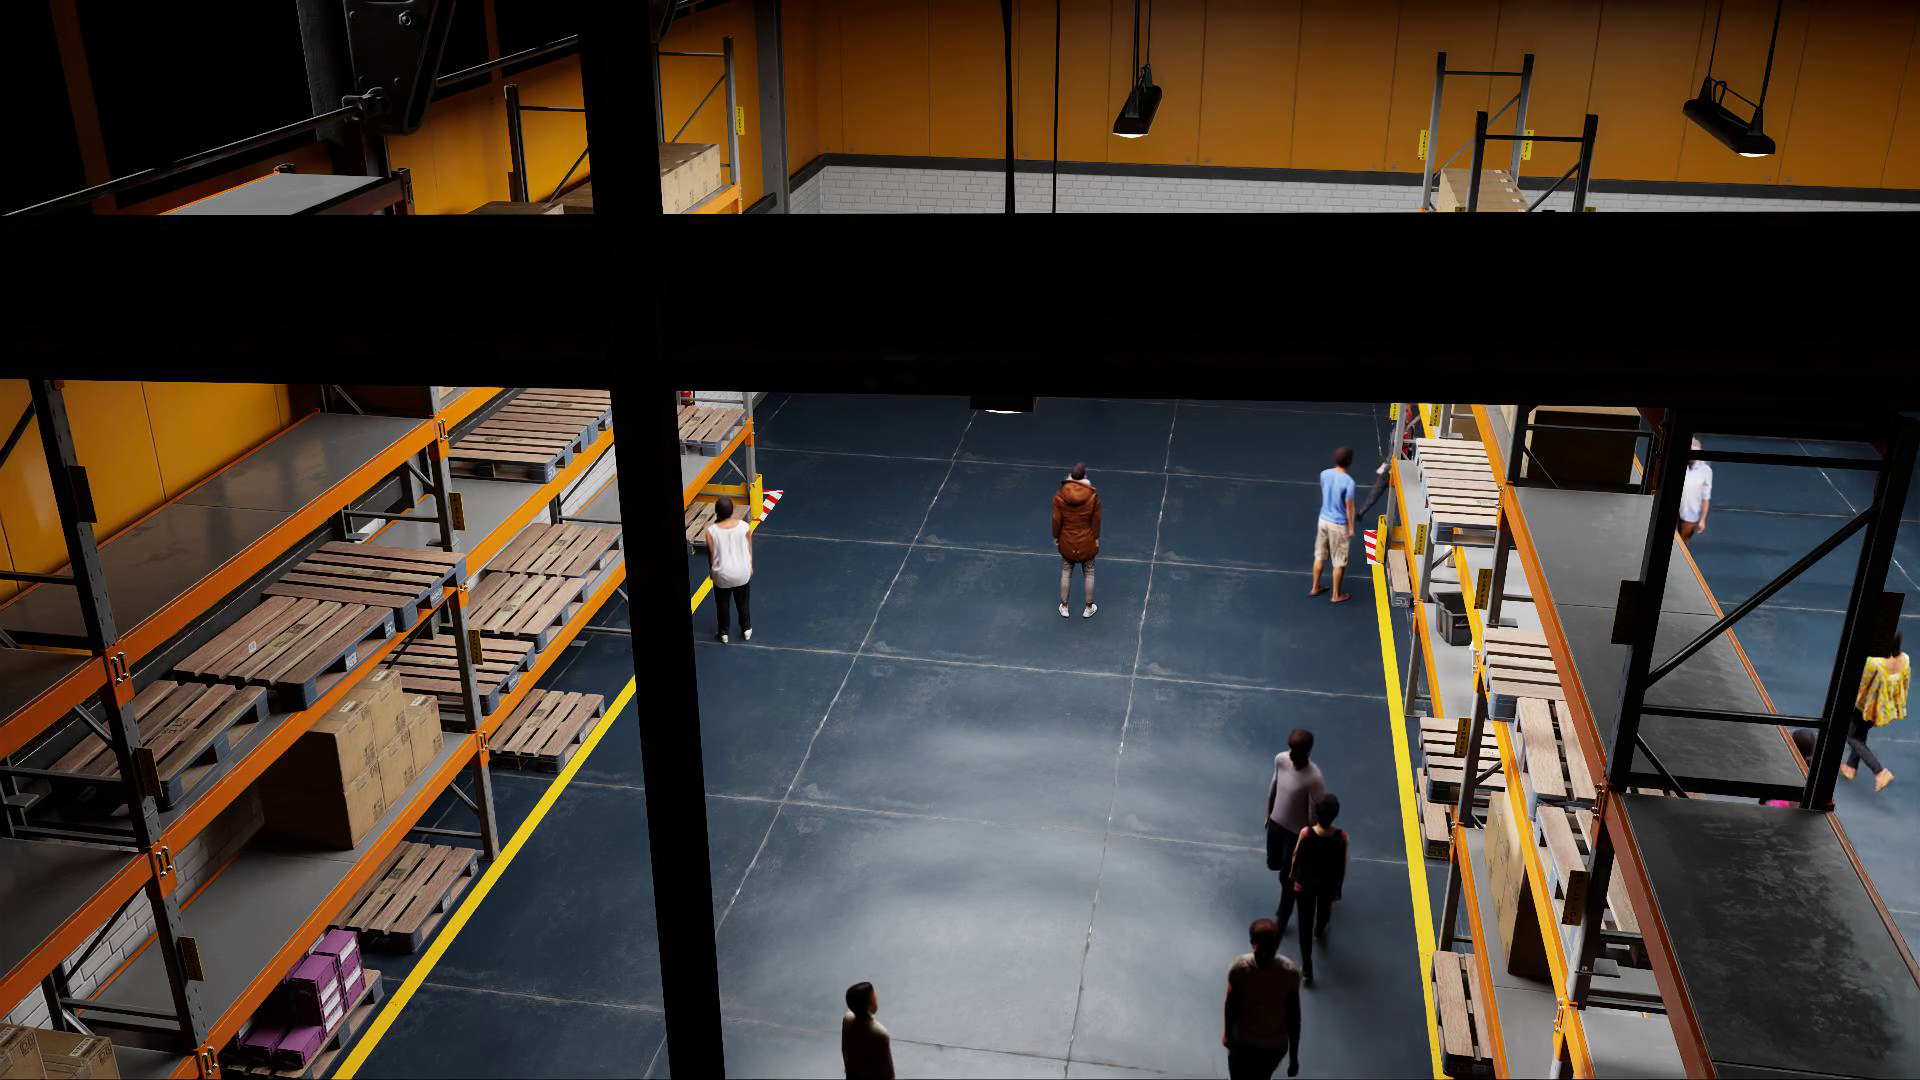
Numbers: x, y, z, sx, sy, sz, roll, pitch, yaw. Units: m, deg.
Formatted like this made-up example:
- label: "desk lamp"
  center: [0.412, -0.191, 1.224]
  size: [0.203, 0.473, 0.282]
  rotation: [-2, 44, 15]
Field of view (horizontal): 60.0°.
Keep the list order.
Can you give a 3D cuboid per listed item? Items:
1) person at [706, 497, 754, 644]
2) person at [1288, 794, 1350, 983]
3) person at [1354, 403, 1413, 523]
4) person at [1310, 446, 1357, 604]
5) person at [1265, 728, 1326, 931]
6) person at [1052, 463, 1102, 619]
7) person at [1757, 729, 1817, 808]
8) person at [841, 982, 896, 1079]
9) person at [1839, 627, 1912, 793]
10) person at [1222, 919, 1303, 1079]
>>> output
- label: "person"
  center: [-2.511, 0.308, 18.124]
  size: [0.750, 1.688, 0.757]
  rotation: [-7, 25, -15]
- label: "person"
  center: [2.762, 2.700, 12.867]
  size: [0.583, 1.515, 1.001]
  rotation: [3, 24, 7]
- label: "person"
  center: [5.567, -0.874, 20.775]
  size: [0.648, 1.731, 1.077]
  rotation: [5, 24, 10]
- label: "person"
  center: [4.272, -0.197, 19.058]
  size: [0.790, 1.865, 0.742]
  rotation: [-18, 29, -35]
- label: "person"
  center: [2.727, 2.293, 13.412]
  size: [1.085, 1.825, 1.049]
  rotation: [-14, 27, -28]
- label: "person"
  center: [1.320, 0.004, 18.632]
  size: [0.684, 1.839, 0.669]
  rotation: [4, 24, 10]
- label: "person"
  center: [6.672, 2.362, 13.442]
  size: [0.664, 1.675, 1.170]
  rotation: [7, 25, 15]
- label: "person"
  center: [-0.624, 3.552, 10.983]
  size: [0.619, 1.463, 0.614]
  rotation: [14, 27, 29]
- label: "person"
  center: [8.429, 1.573, 15.294]
  size: [0.971, 1.637, 1.056]
  rotation: [-11, 26, -23]
- label: "person"
  center: [1.999, 3.278, 11.130]
  size: [0.736, 1.848, 1.171]
  rotation: [1, 24, 3]
